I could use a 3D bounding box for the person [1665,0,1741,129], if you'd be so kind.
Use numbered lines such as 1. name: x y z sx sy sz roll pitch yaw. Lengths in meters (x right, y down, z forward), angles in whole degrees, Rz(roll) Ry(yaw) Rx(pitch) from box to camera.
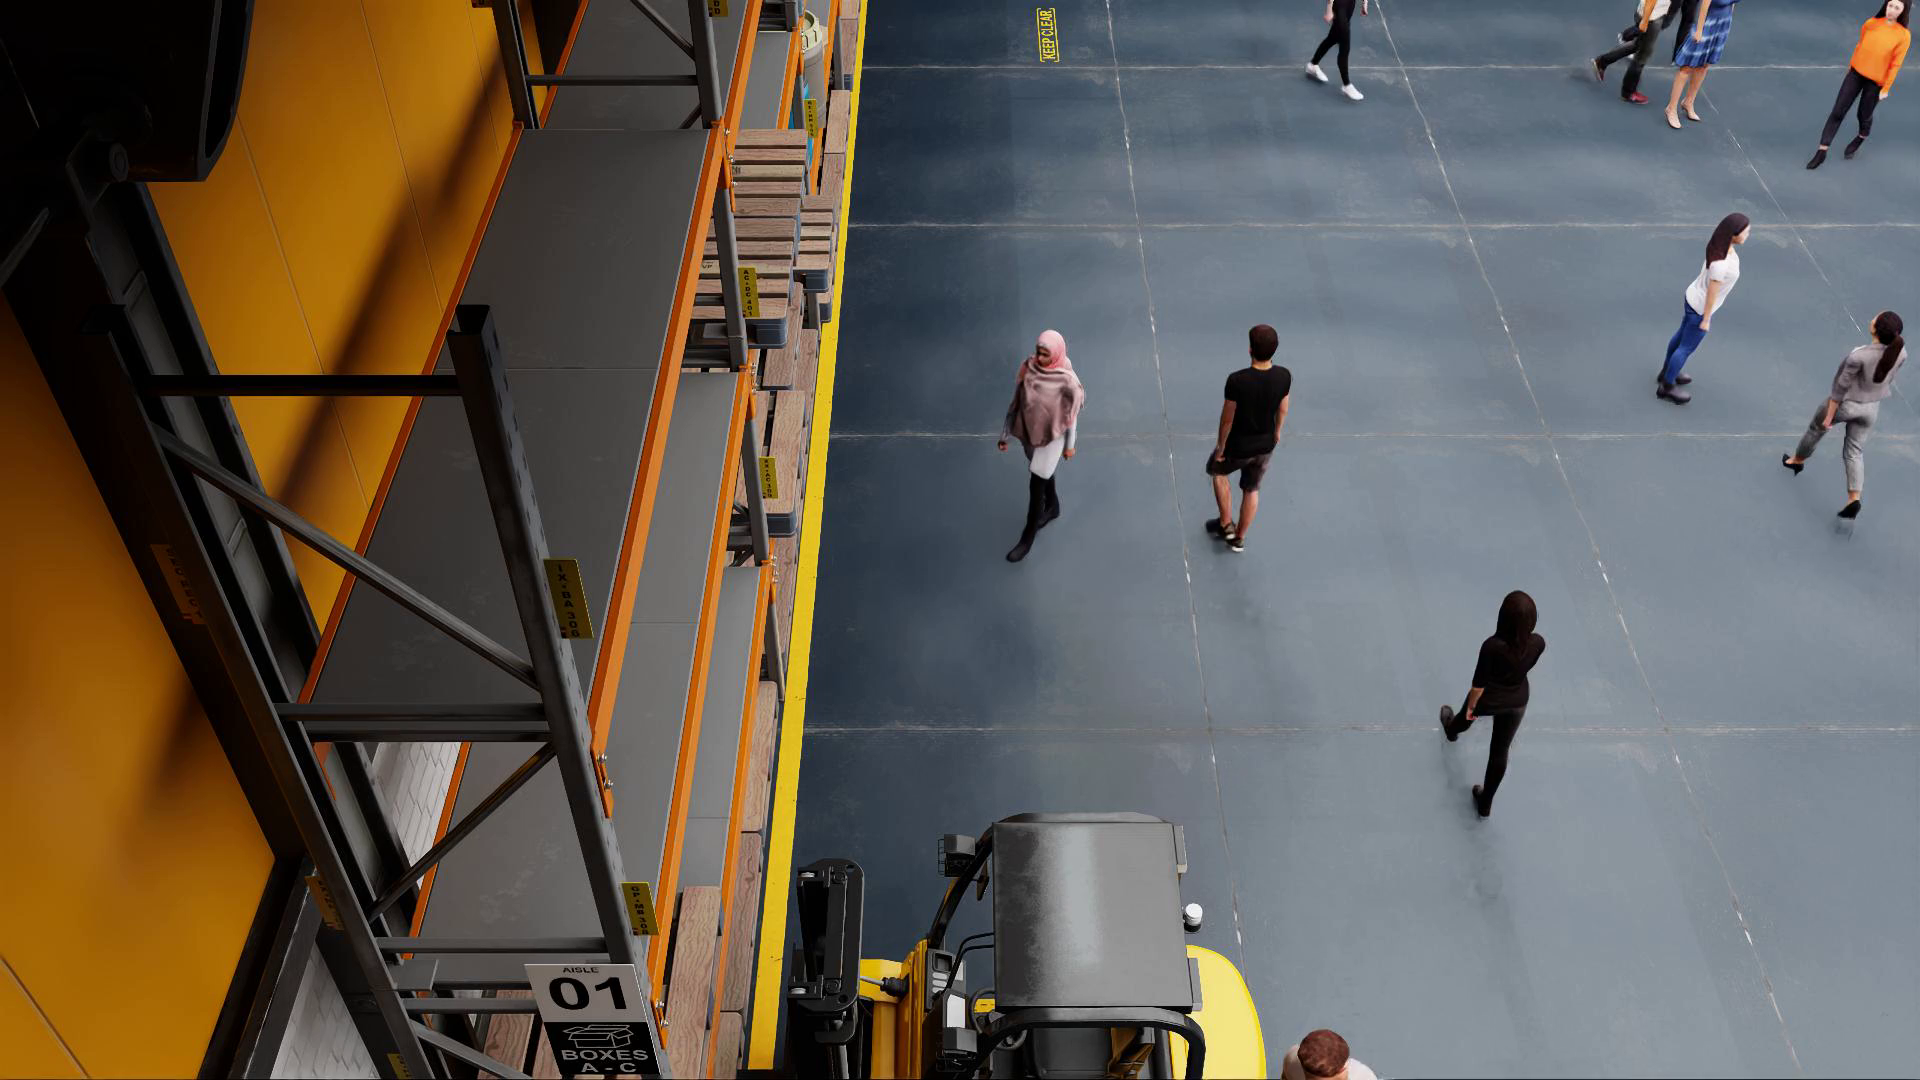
1. person: 7.225 -4.866 16.041 0.759 1.805 0.755 -21 47 -20

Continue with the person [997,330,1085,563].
1. person: 0.625 -0.765 11.753 0.988 1.781 1.073 31 51 28

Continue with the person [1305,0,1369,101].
1. person: 3.768 -5.339 16.604 0.995 1.714 1.094 -30 51 -28

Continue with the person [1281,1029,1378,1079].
1. person: 1.814 2.788 7.975 0.862 1.849 0.912 24 49 24

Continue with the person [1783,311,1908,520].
1. person: 6.462 -0.874 11.969 0.650 1.642 1.106 -2 44 -2

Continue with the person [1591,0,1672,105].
1. person: 6.754 -5.226 16.436 0.970 1.780 0.972 25 49 24

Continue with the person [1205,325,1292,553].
1. person: 2.028 -0.616 11.551 0.748 1.846 0.713 -10 45 -11

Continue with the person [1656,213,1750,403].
1. person: 5.745 -1.815 12.928 0.706 1.681 0.546 9 44 10

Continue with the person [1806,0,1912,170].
1. person: 8.502 -4.302 15.505 1.020 1.728 1.007 -27 50 -26

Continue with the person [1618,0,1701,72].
1. person: 7.272 -5.685 16.884 1.164 1.828 1.102 34 53 30

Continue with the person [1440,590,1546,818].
1. person: 3.257 1.040 9.990 0.551 1.599 1.016 0 44 0
